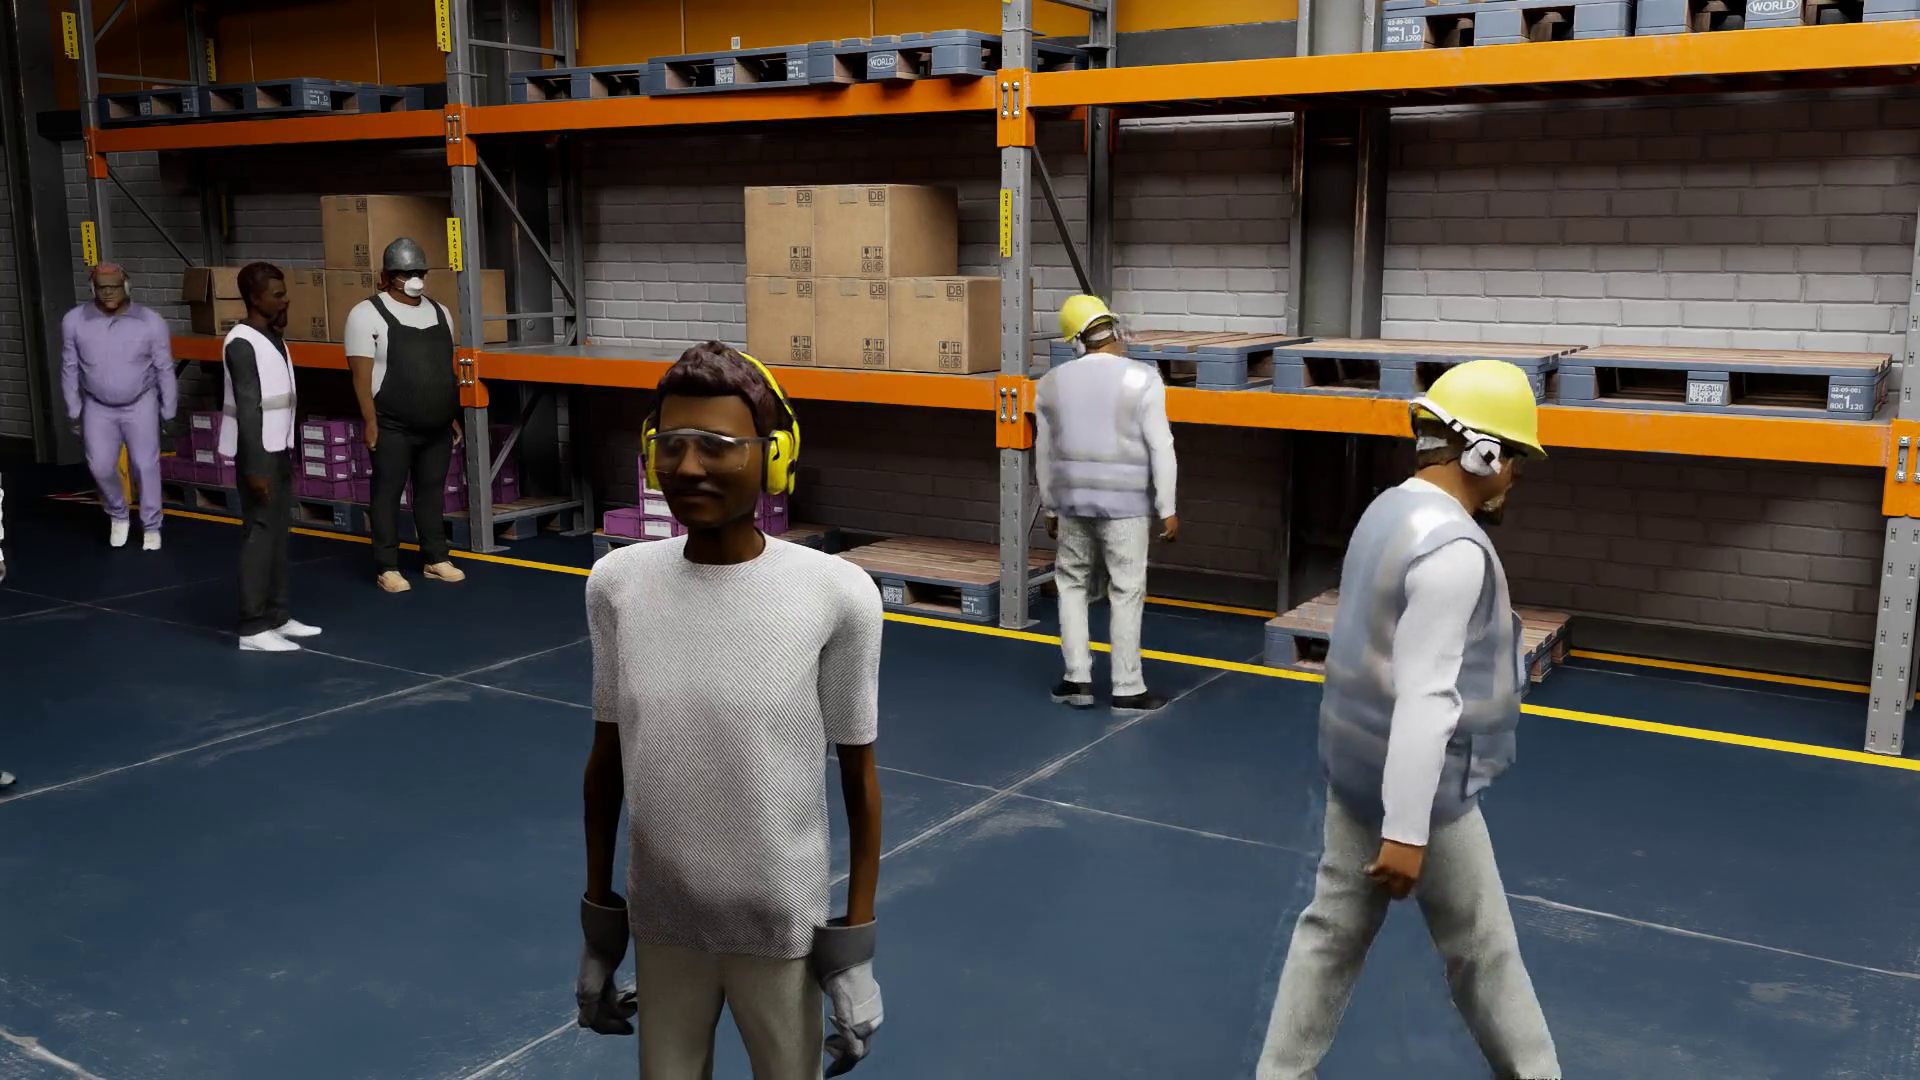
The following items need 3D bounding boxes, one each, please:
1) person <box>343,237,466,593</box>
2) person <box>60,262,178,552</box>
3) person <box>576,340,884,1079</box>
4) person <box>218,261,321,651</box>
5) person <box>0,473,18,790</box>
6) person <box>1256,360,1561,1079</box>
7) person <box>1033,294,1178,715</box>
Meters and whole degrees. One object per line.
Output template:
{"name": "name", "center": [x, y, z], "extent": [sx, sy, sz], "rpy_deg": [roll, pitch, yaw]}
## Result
{"name": "person", "center": [-3.169, -0.731, 9.681], "extent": [0.537, 2.000, 0.675], "rpy_deg": [8, 13, 38]}
{"name": "person", "center": [-5.422, -0.848, 10.762], "extent": [0.692, 1.883, 0.431], "rpy_deg": [-3, 11, -16]}
{"name": "person", "center": [-0.368, 0.628, 2.612], "extent": [0.513, 1.876, 0.328], "rpy_deg": [2, 10, 11]}
{"name": "person", "center": [-3.468, -0.414, 8.266], "extent": [0.372, 1.919, 0.594], "rpy_deg": [-1, 10, -8]}
{"name": "person", "center": [-3.717, 0.069, 6.118], "extent": [0.602, 1.721, 0.525], "rpy_deg": [1, 10, 5]}
{"name": "person", "center": [1.053, 0.509, 3.562], "extent": [0.910, 1.764, 0.648], "rpy_deg": [0, 10, -1]}
{"name": "person", "center": [0.626, -0.145, 7.148], "extent": [0.654, 1.797, 0.406], "rpy_deg": [5, 11, 26]}
